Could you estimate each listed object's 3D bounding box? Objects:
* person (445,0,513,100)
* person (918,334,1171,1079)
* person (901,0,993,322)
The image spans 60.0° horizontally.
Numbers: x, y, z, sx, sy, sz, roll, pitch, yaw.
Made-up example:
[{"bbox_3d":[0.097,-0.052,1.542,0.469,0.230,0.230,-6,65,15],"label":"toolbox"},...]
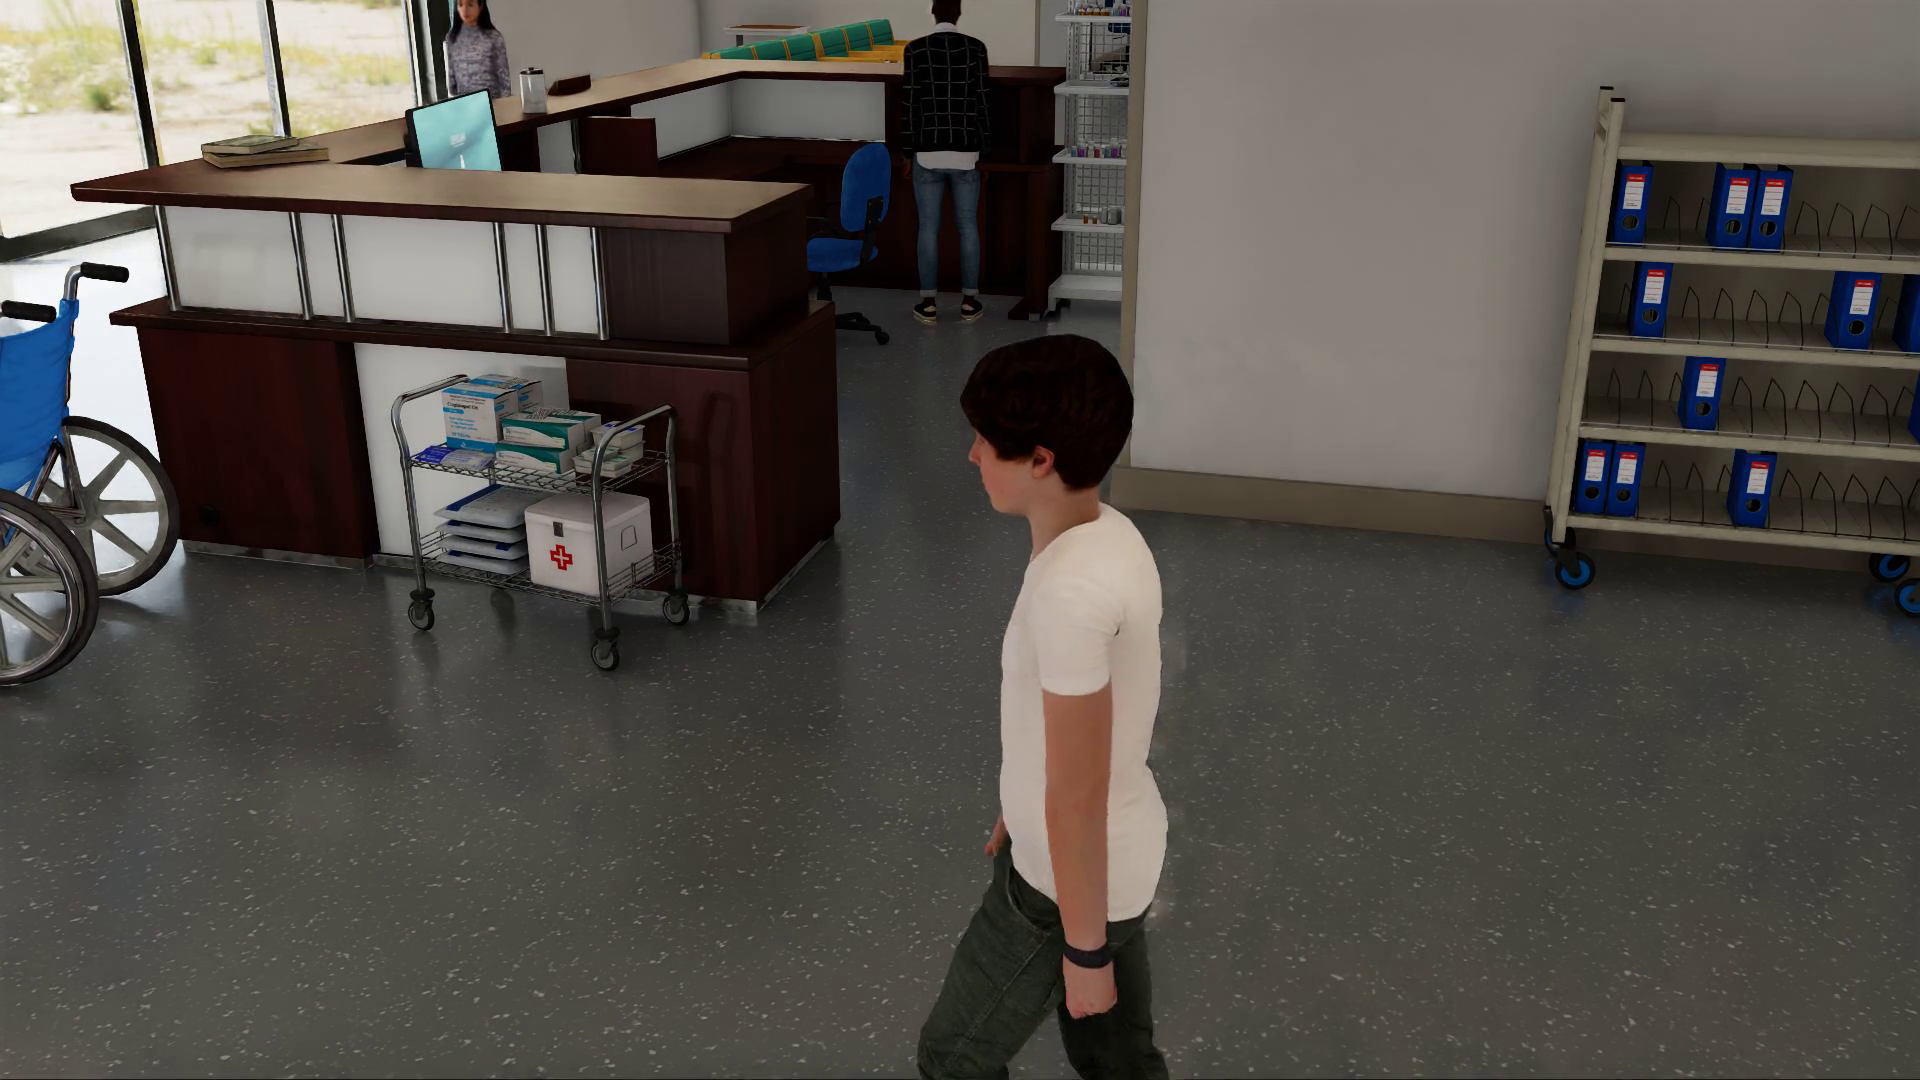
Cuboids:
[{"bbox_3d":[-3.230,-2.901,11.447,1.171,1.679,0.845,2,21,5],"label":"person"},{"bbox_3d":[0.255,0.516,2.485,0.826,1.637,0.614,4,21,10],"label":"person"},{"bbox_3d":[-0.074,-2.142,9.241,0.628,1.821,0.792,-2,21,-5],"label":"person"}]
